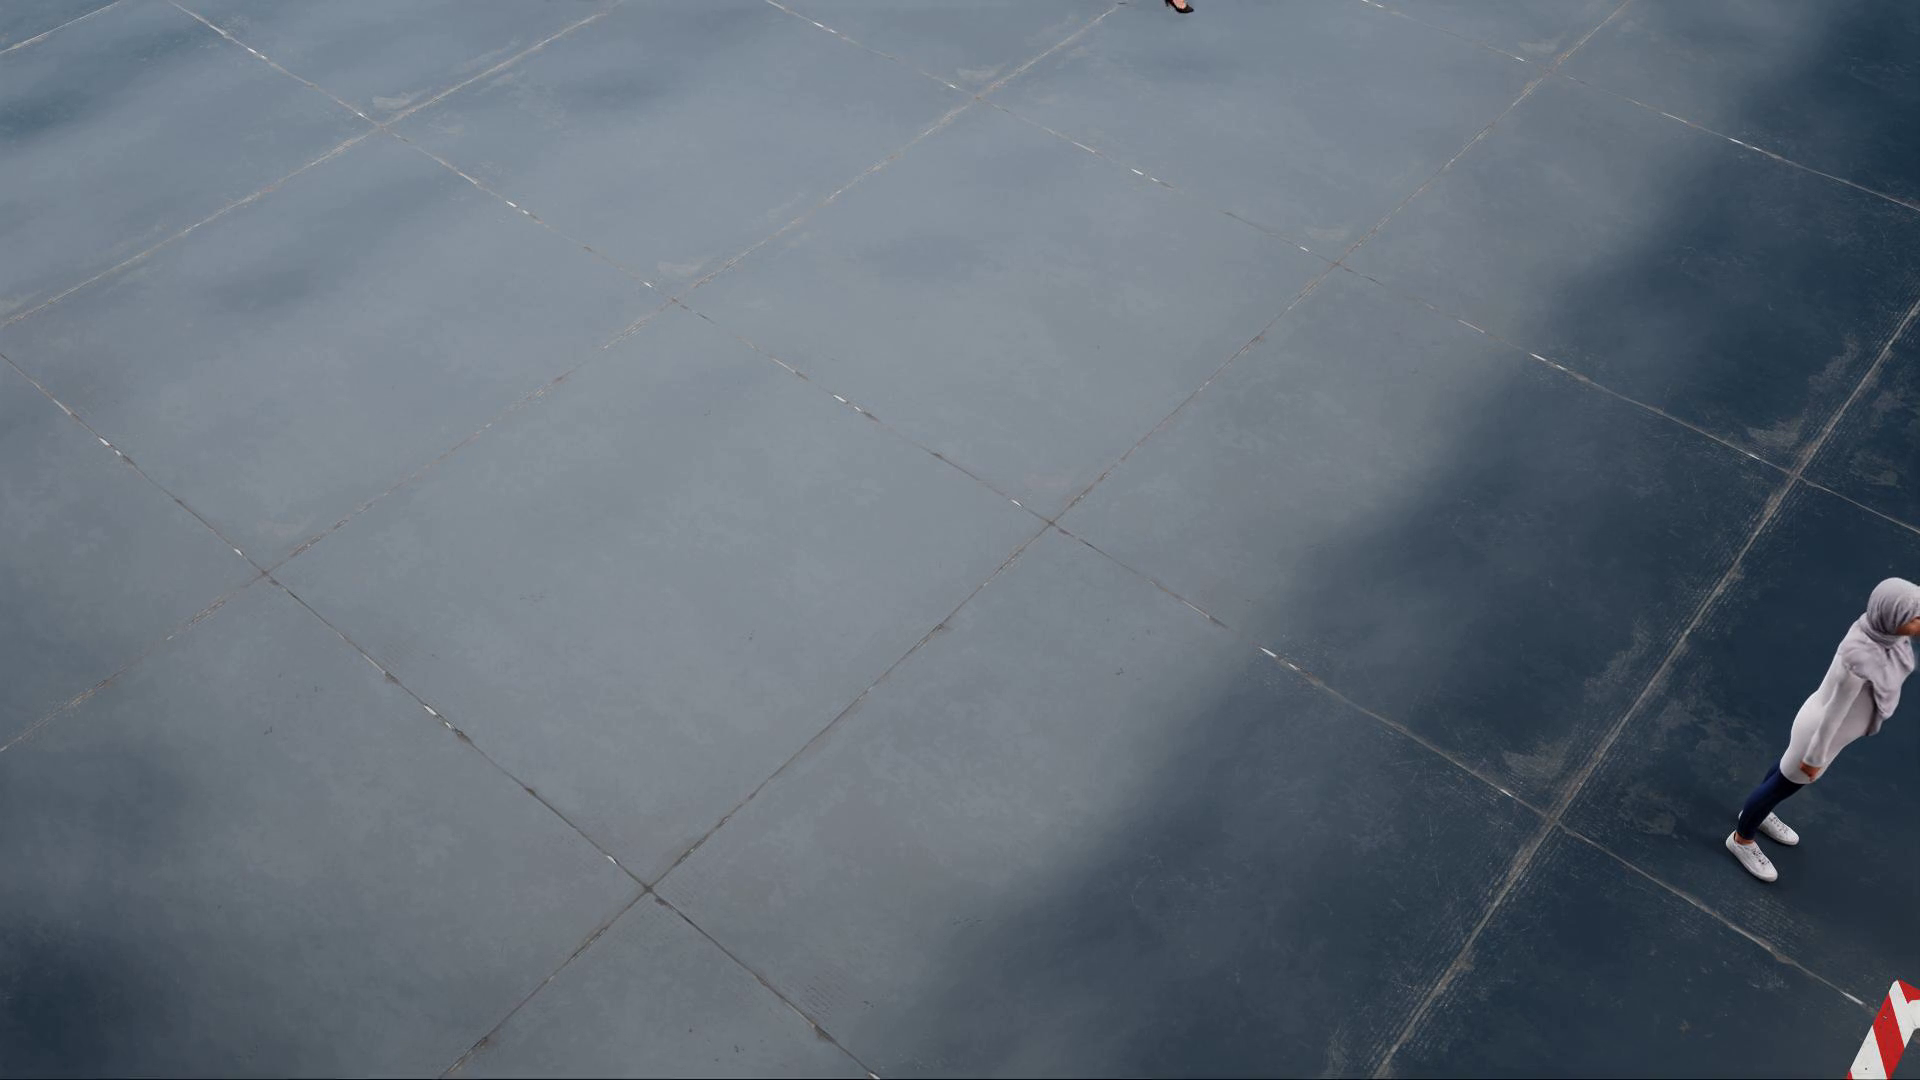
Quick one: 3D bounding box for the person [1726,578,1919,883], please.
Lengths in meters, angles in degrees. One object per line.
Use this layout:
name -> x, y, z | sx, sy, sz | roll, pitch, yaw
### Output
person -> 3.705, 0.796, 7.120 | 0.540, 1.775, 0.622 | 36, 57, 29
